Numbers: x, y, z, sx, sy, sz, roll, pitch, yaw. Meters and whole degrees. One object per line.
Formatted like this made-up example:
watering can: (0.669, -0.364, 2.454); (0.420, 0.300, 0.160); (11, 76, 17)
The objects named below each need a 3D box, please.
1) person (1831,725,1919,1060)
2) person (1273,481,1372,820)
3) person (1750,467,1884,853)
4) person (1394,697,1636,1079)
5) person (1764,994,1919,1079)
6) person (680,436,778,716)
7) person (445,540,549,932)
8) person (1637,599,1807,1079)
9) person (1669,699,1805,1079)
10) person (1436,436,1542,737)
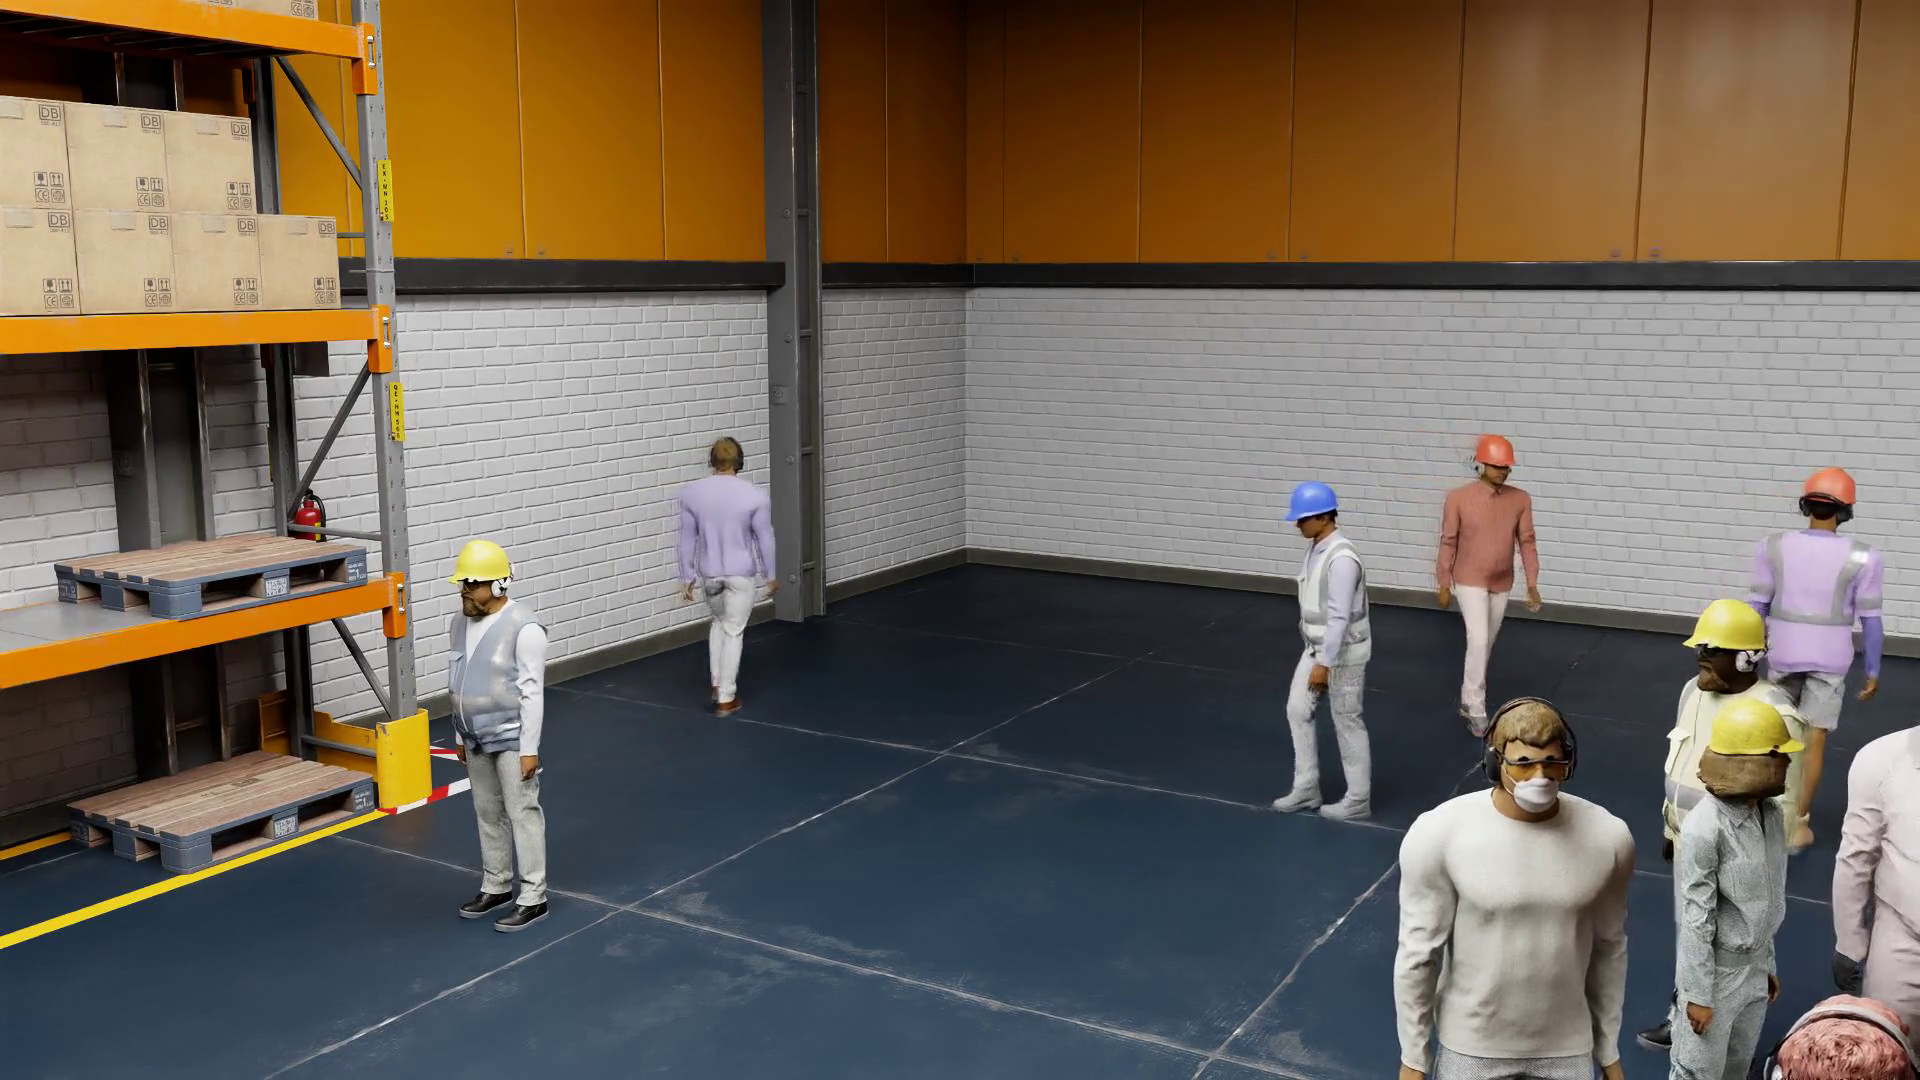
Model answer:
person: (3.034, 1.273, 5.103); (0.652, 1.904, 0.403); (4, 10, 23)
person: (2.038, 0.614, 9.194); (0.498, 1.921, 0.625); (-2, 9, -11)
person: (4.544, 0.618, 8.834); (0.634, 2.013, 0.760); (7, 12, 39)
person: (1.474, 1.359, 4.452); (0.637, 1.938, 0.357); (-1, 9, -3)
person: (1.387, 1.664, 2.704); (0.643, 1.899, 0.403); (8, 12, 41)
person: (-1.571, 0.237, 11.513); (0.644, 1.916, 0.597); (2, 9, 15)
person: (-2.153, 0.898, 7.711); (0.585, 1.824, 0.405); (6, 11, 33)
person: (2.854, 1.126, 6.257); (0.404, 1.828, 0.609); (-2, 9, -13)
person: (2.388, 1.345, 5.145); (0.489, 1.746, 0.284); (-7, 12, -39)
person: (3.525, 0.299, 10.961); (0.622, 1.961, 0.819); (-2, 9, -14)
